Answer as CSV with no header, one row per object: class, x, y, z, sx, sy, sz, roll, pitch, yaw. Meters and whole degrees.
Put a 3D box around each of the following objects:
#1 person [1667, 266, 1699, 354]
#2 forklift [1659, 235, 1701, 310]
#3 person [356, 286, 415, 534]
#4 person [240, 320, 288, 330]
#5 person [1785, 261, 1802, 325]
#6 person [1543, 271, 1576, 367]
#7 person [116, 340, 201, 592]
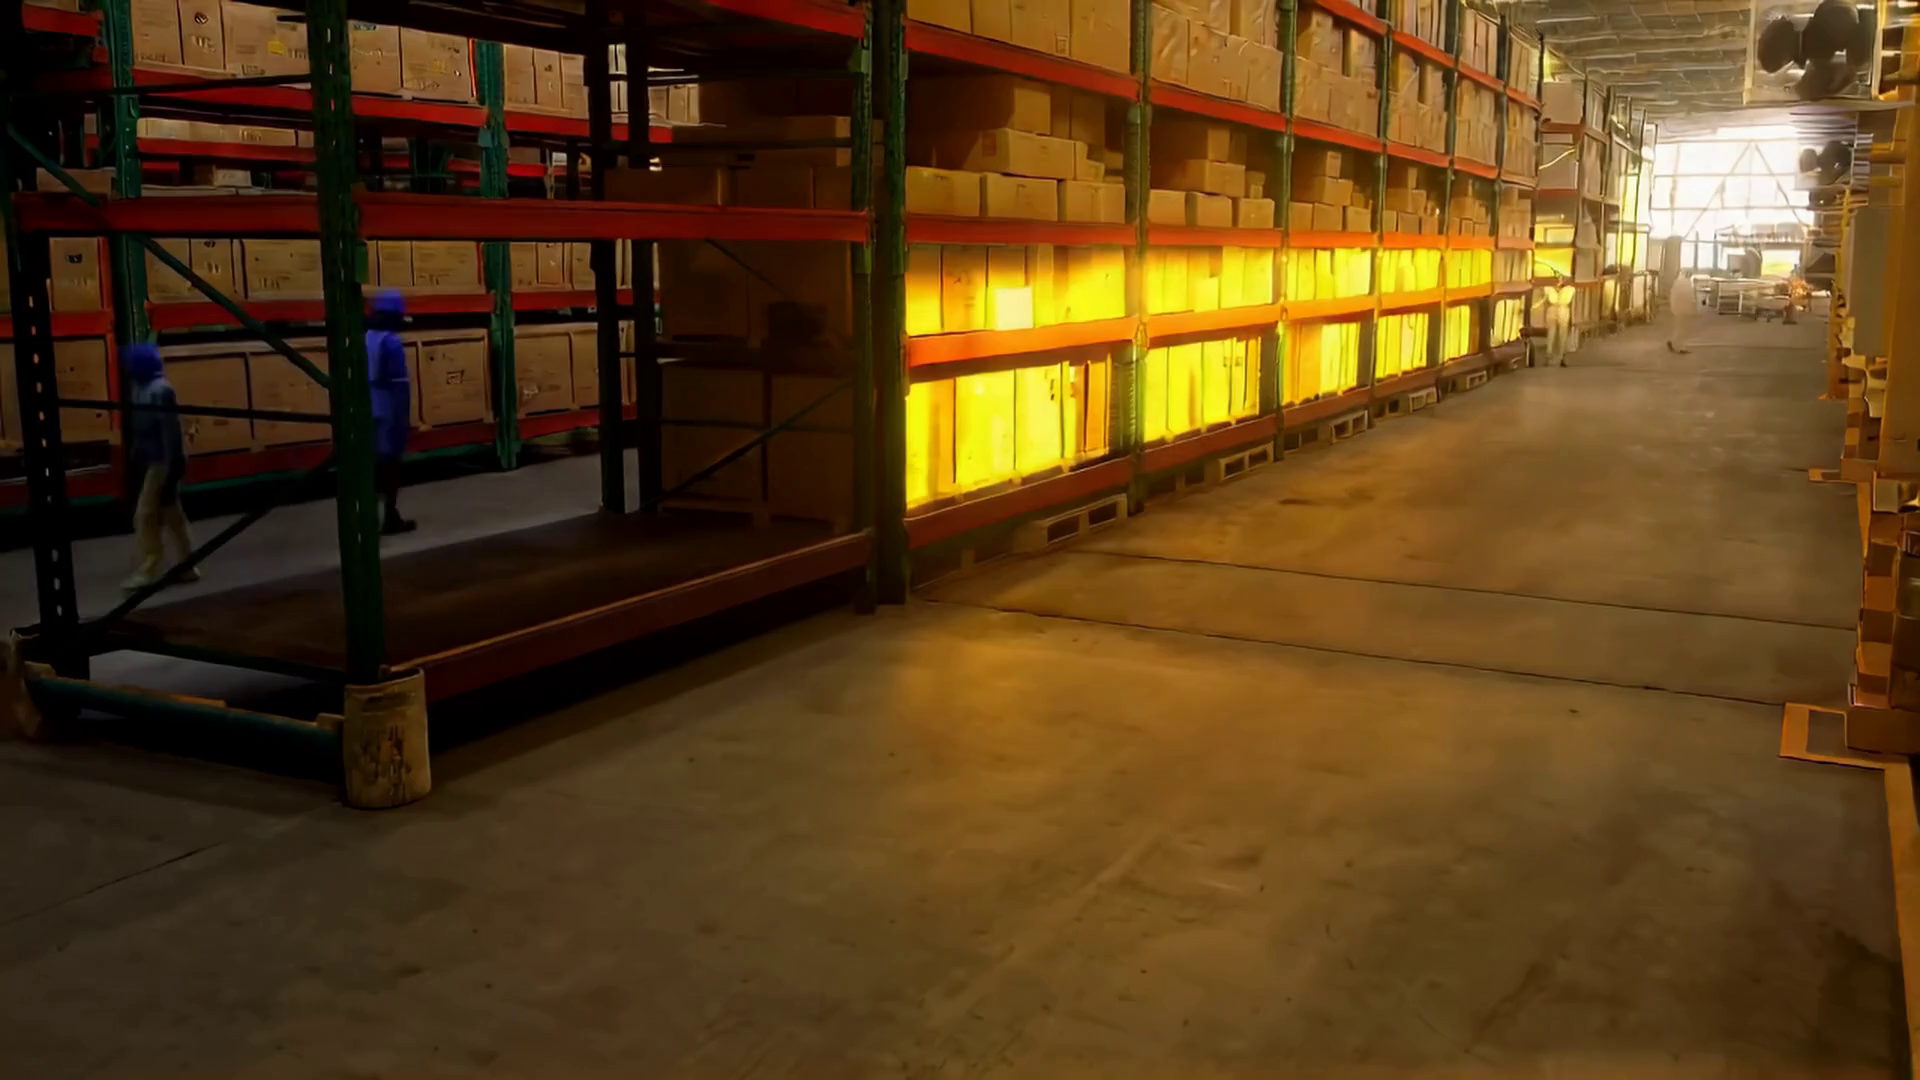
person,15.674,-4.970,36.008,0.422,1.885,0.696,-2,10,-13
forklift,26.918,-10.091,62.766,1.873,2.768,1.129,1,10,7
person,-4.449,-0.997,12.888,0.582,1.920,0.453,7,12,35
person,-8.029,-2.086,19.204,0.638,1.924,0.742,4,11,23
person,25.378,-7.523,50.626,0.545,1.938,0.361,-9,13,-43
person,11.449,-4.224,31.799,0.569,1.840,0.374,3,10,15
person,-5.279,-0.474,10.732,0.693,1.611,0.531,-9,13,-43
